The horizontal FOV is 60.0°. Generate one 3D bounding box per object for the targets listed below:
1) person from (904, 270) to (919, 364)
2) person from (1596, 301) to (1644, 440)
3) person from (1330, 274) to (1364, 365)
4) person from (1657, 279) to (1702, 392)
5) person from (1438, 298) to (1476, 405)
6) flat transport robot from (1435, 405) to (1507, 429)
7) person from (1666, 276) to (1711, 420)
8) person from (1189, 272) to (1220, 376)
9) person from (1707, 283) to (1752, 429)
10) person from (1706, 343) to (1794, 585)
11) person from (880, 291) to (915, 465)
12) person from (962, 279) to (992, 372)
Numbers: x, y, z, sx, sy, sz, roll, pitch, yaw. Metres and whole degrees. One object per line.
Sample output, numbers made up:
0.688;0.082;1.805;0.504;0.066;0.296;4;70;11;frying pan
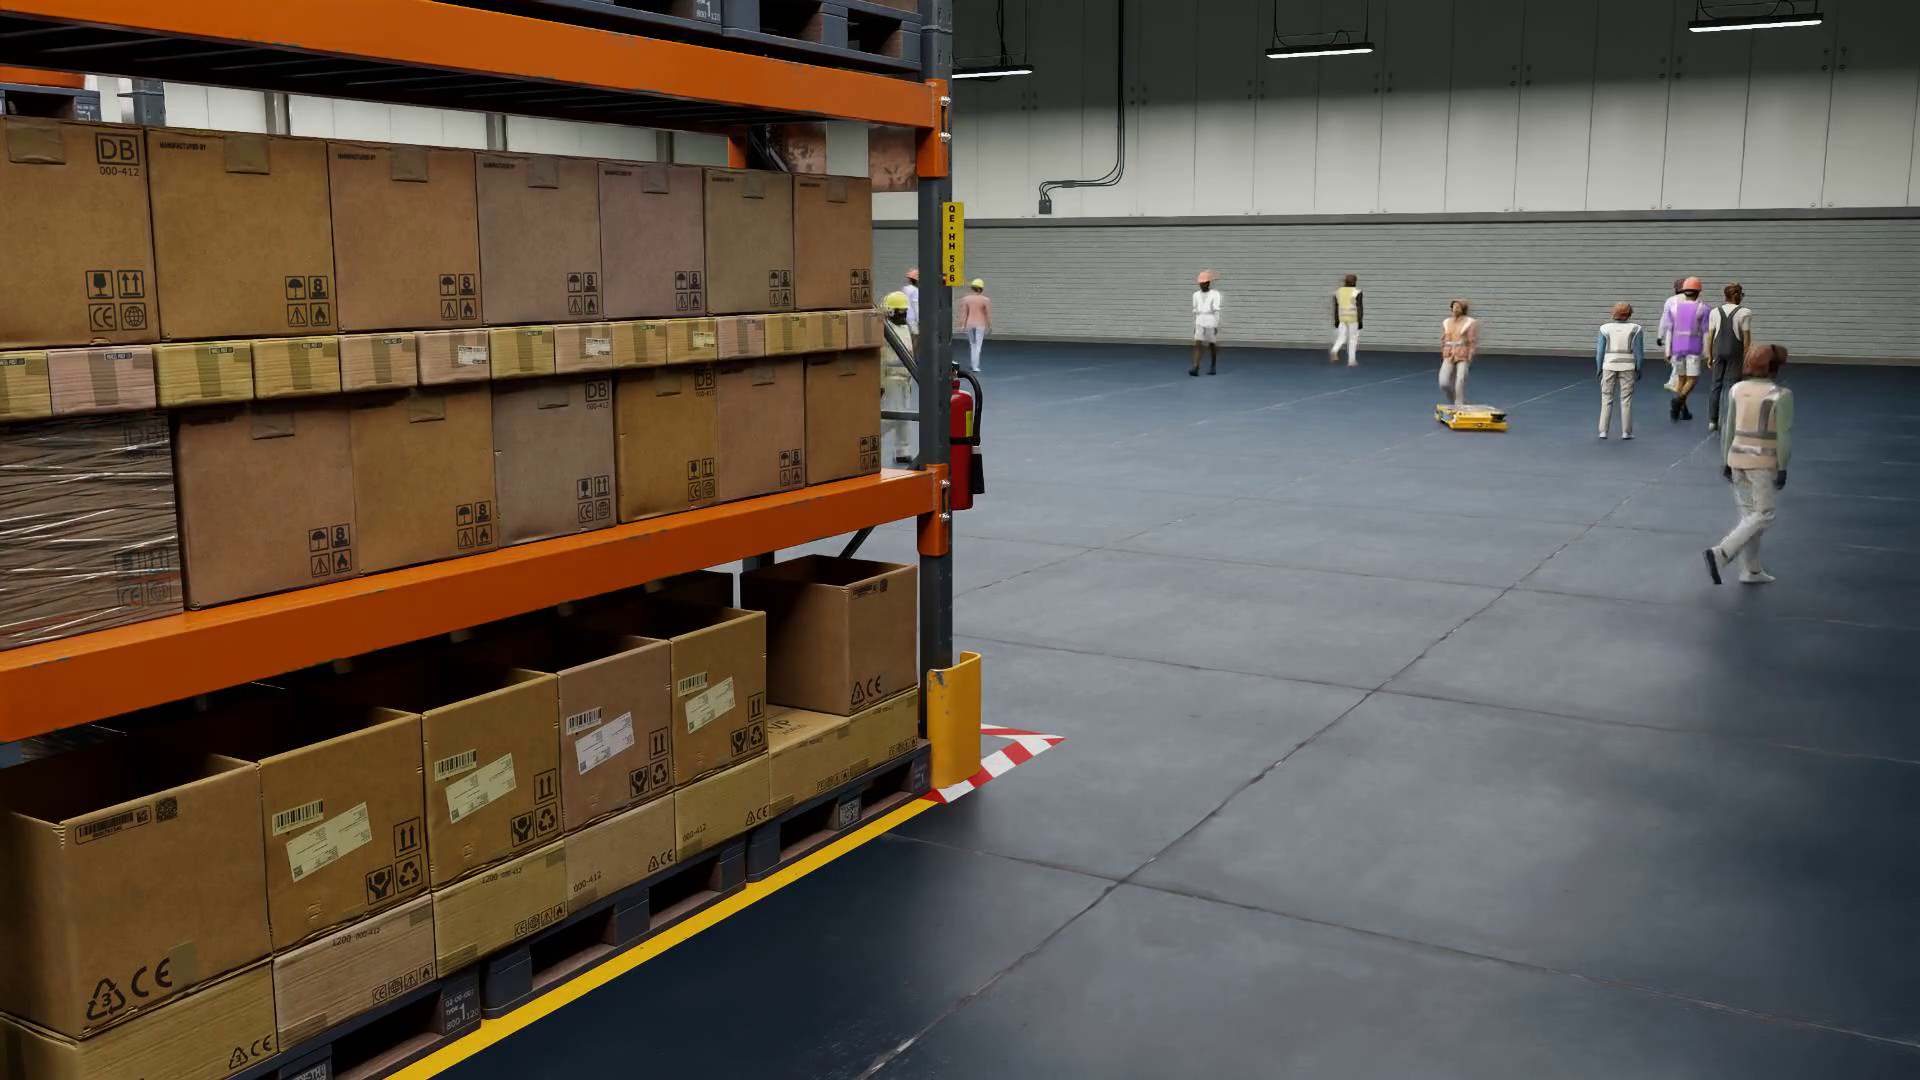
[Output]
-0.940;-4.397;33.012;0.484;1.900;0.549;-5;11;-28;person
7.838;-2.010;19.782;0.523;1.638;0.310;5;11;27;person
7.706;-4.366;33.039;0.604;1.826;0.631;-8;13;-40;person
11.585;-3.300;26.849;0.648;1.811;0.793;-2;10;-9;person
6.541;-2.365;21.897;0.518;1.625;0.360;9;13;43;person
6.546;-1.595;21.352;0.652;0.197;1.431;1;10;7;flat transport robot
9.553;-2.507;21.885;0.557;1.918;0.776;8;13;41;person
4.471;-3.924;30.271;0.559;1.887;0.993;5;11;28;person
9.615;-2.288;20.818;0.506;1.843;0.350;9;13;42;person
5.167;-0.479;10.888;0.635;1.621;0.523;-3;10;-20;person
-0.707;-1.671;17.291;0.512;1.818;0.597;4;10;22;person
0.353;-4.049;31.433;0.546;1.734;0.795;4;10;20;person
